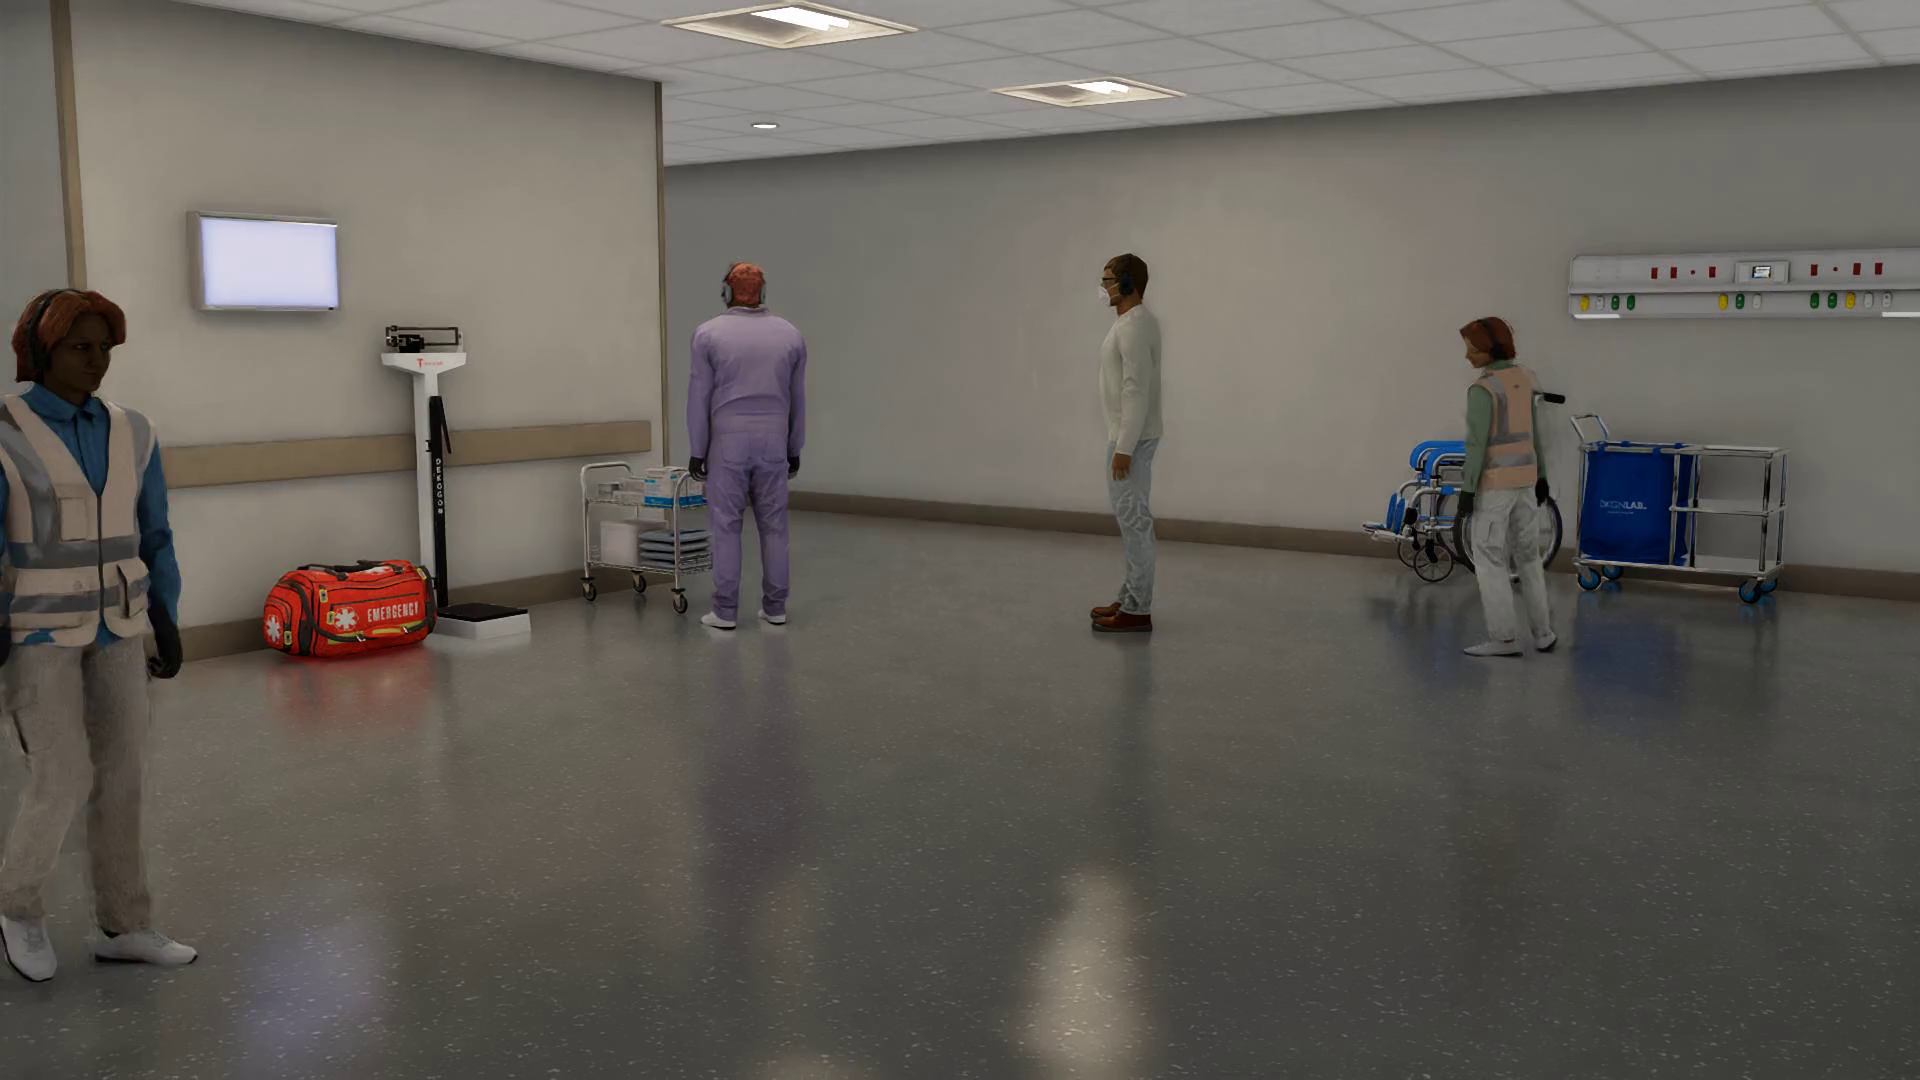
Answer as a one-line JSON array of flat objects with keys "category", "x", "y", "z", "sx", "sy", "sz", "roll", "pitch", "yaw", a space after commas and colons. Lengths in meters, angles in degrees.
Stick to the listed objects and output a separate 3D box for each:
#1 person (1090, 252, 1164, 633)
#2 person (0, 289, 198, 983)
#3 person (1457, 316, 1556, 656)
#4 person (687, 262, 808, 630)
[{"category": "person", "x": 0.858, "y": -0.494, "z": 8.534, "sx": 0.372, "sy": 1.940, "sz": 0.627, "roll": 1, "pitch": 7, "yaw": 6}, {"category": "person", "x": -2.060, "y": 0.237, "z": 3.878, "sx": 0.346, "sy": 1.630, "sz": 0.557, "roll": 3, "pitch": 8, "yaw": 24}, {"category": "person", "x": 2.612, "y": -0.251, "z": 7.897, "sx": 0.666, "sy": 1.605, "sz": 0.370, "roll": -6, "pitch": 9, "yaw": -41}, {"category": "person", "x": -1.114, "y": -0.487, "z": 8.657, "sx": 0.648, "sy": 1.902, "sz": 0.399, "roll": -4, "pitch": 8, "yaw": -29}]
